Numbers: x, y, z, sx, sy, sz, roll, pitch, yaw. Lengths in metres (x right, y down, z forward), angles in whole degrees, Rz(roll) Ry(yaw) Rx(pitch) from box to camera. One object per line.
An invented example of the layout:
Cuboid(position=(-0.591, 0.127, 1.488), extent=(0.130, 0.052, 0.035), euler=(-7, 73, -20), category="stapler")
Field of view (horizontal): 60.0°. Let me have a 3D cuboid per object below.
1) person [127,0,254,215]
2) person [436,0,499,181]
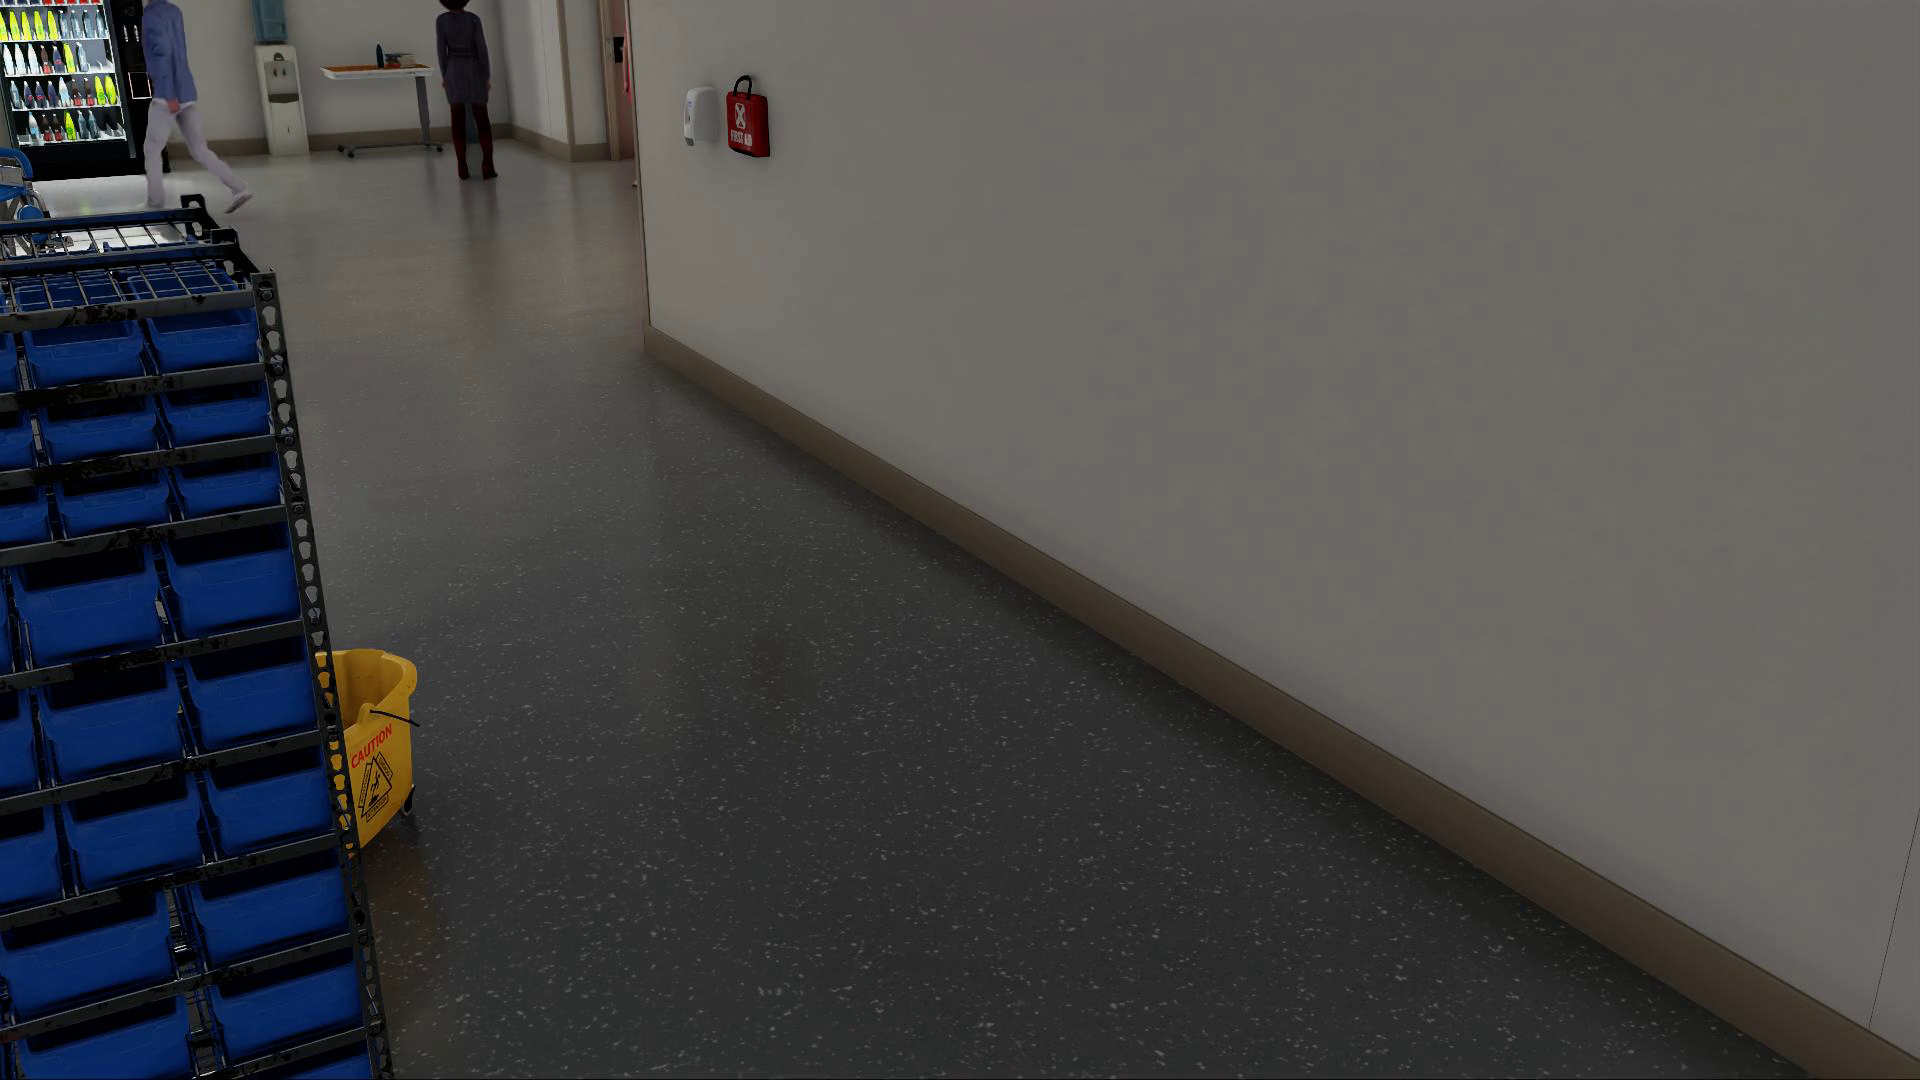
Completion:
Cuboid(position=(-5.895, -3.383, 12.629), extent=(1.246, 1.864, 1.058), euler=(1, 21, 3), category="person")
Cuboid(position=(-4.337, -4.037, 14.573), extent=(0.588, 1.709, 0.709), euler=(-1, 21, -3), category="person")
